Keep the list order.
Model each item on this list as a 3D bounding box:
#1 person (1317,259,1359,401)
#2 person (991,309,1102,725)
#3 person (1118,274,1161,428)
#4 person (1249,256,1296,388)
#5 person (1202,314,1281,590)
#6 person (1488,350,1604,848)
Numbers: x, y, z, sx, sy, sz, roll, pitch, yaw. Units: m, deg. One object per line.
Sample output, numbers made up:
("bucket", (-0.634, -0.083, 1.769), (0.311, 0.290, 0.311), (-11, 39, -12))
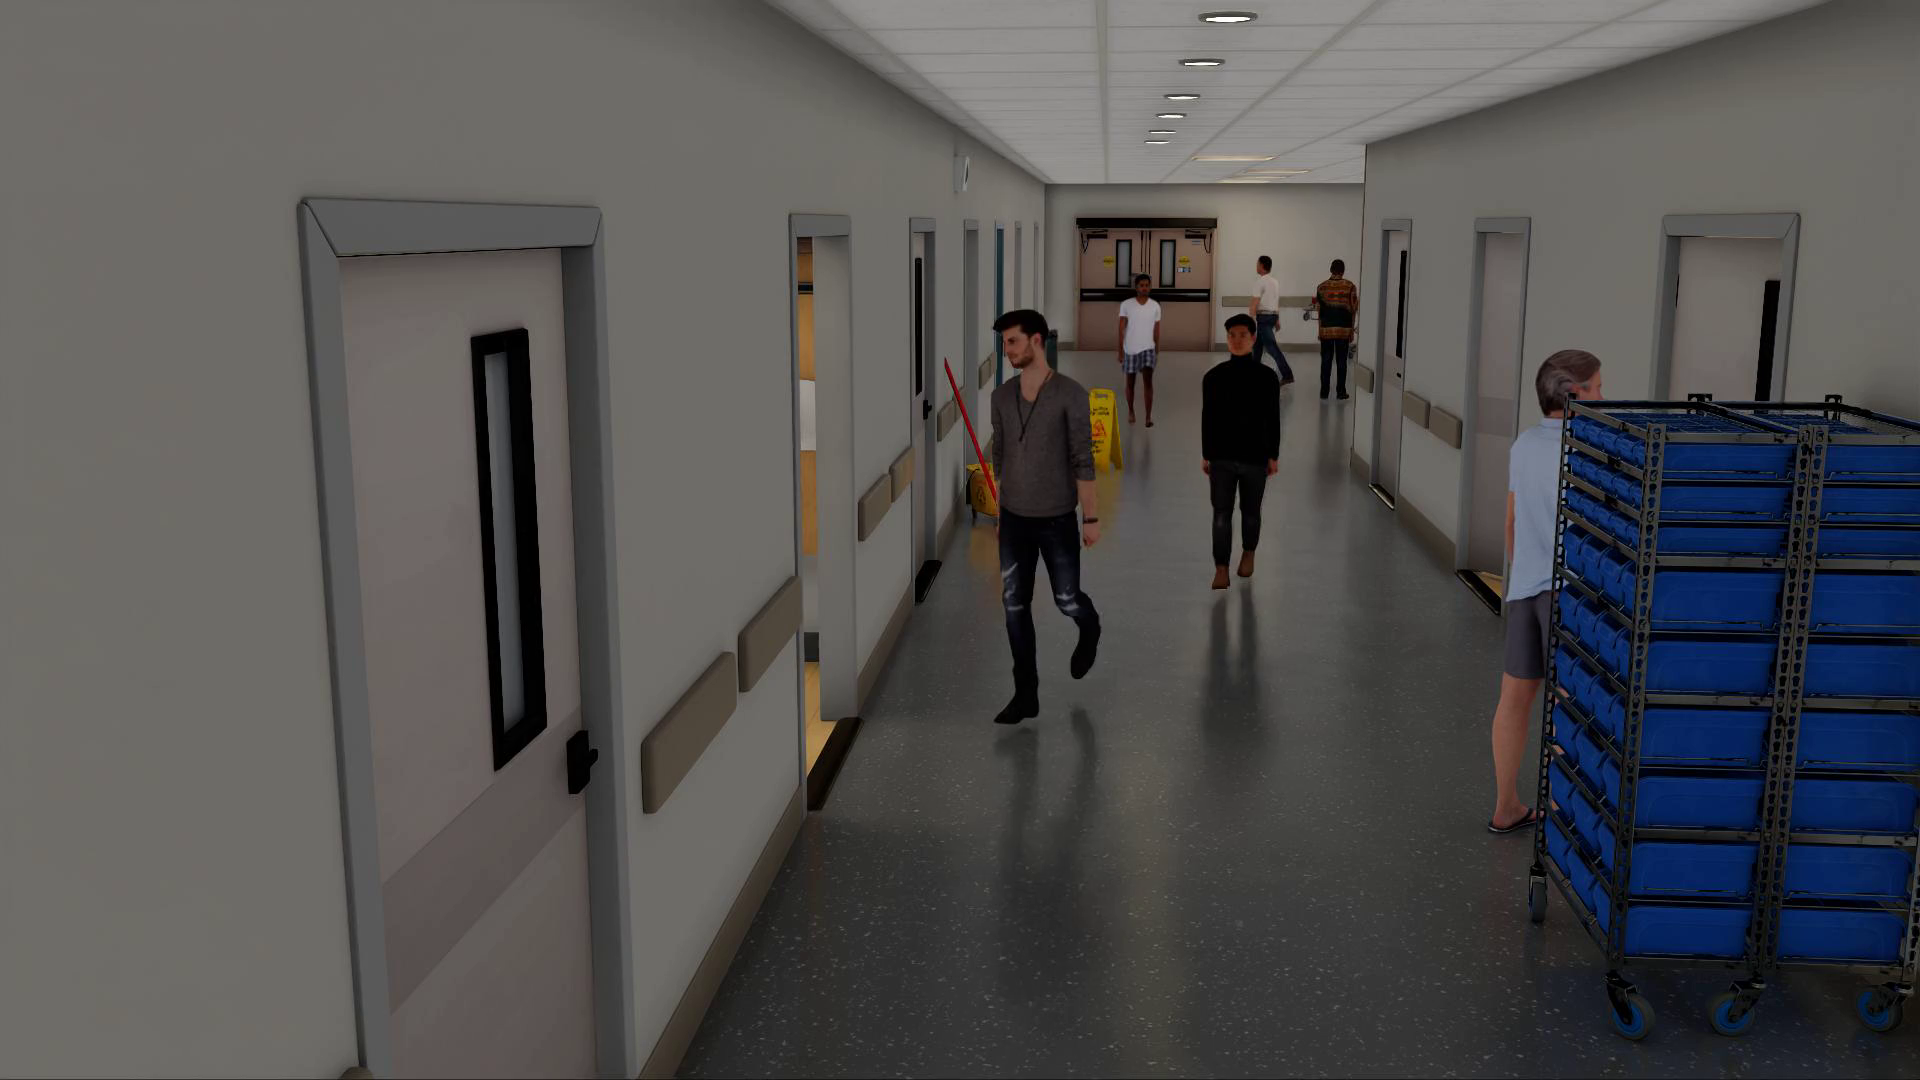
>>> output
("person", (4.880, -2.736, 21.610), (0.743, 1.808, 0.718), (3, 11, 15))
("person", (0.418, -0.105, 7.712), (1.020, 1.861, 1.267), (5, 12, 25))
("person", (1.994, -2.108, 18.743), (0.673, 1.684, 1.133), (0, 11, 2))
("person", (4.339, -2.997, 23.105), (1.240, 1.805, 1.260), (10, 14, 42))
("person", (1.784, -0.551, 10.526), (0.803, 1.688, 1.128), (3, 11, 17))
("person", (2.173, 0.216, 6.106), (0.805, 1.830, 0.696), (-6, 12, -27))
